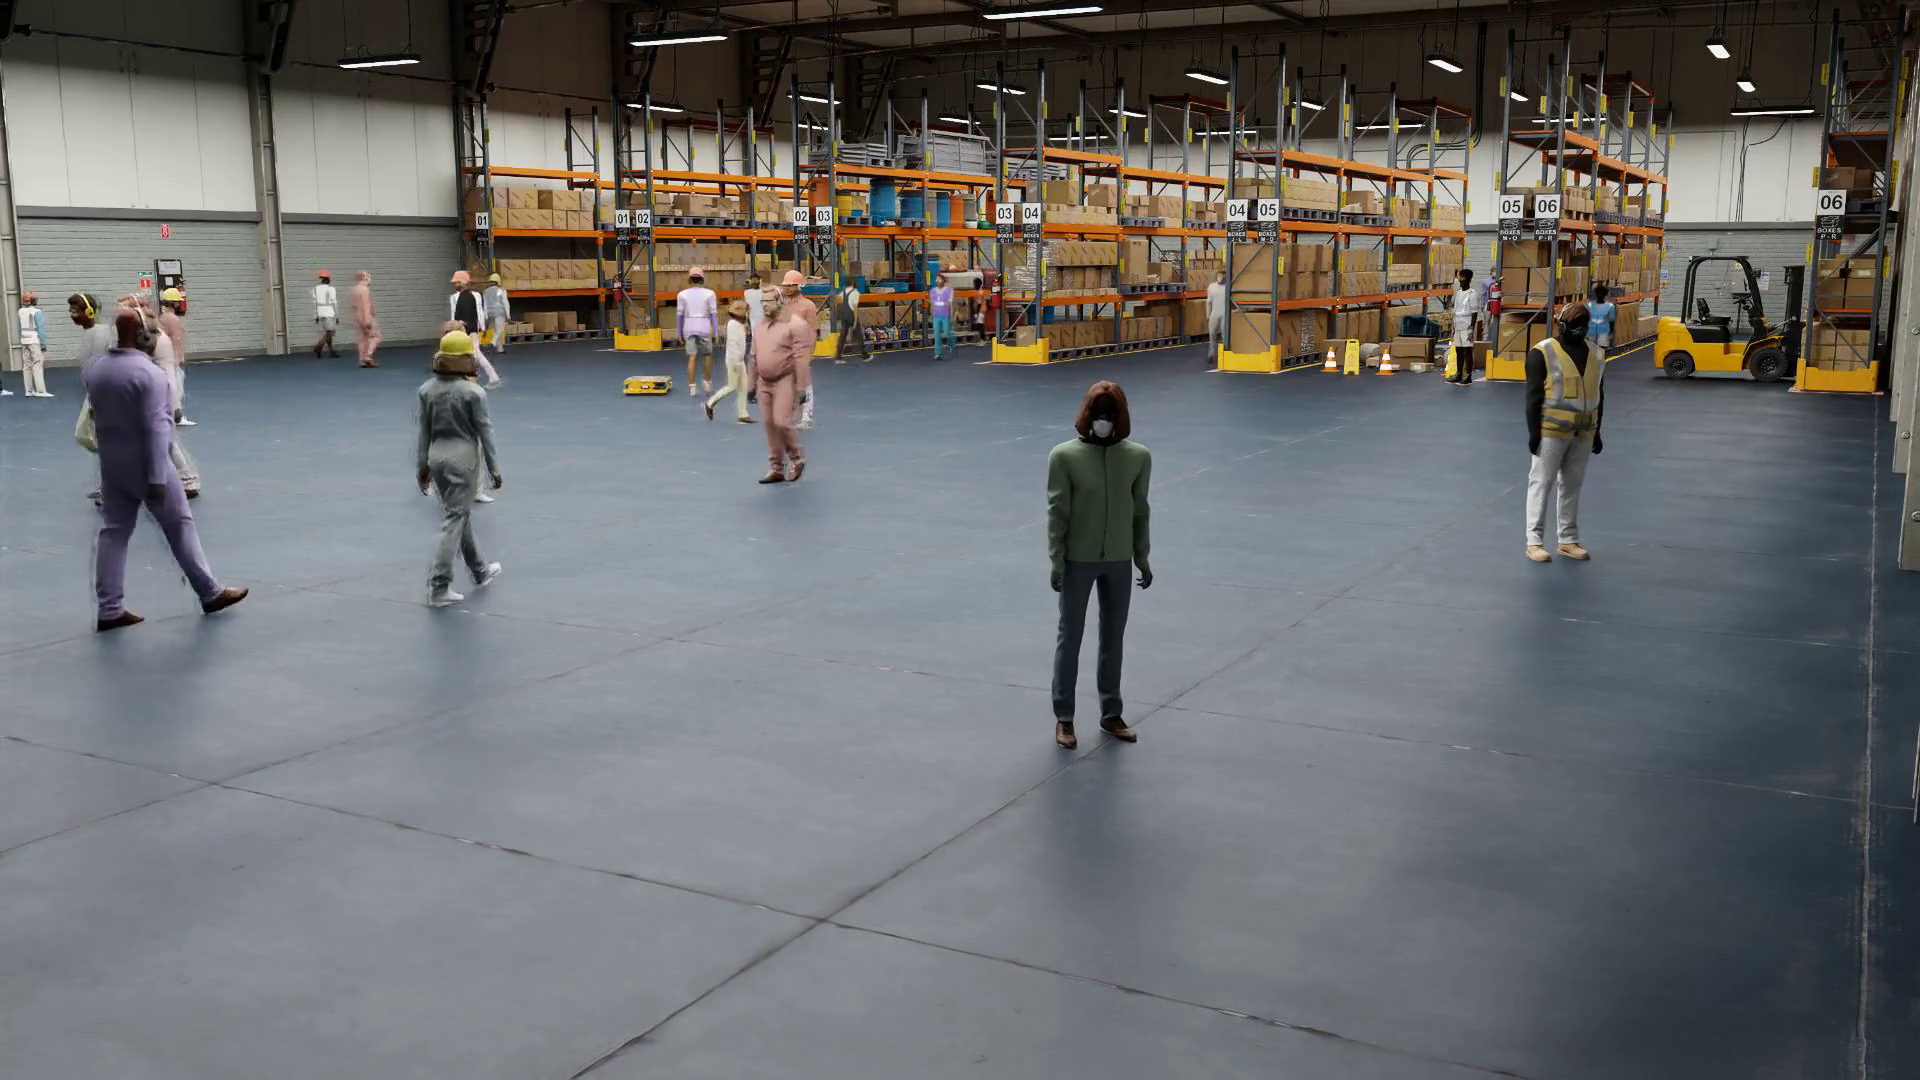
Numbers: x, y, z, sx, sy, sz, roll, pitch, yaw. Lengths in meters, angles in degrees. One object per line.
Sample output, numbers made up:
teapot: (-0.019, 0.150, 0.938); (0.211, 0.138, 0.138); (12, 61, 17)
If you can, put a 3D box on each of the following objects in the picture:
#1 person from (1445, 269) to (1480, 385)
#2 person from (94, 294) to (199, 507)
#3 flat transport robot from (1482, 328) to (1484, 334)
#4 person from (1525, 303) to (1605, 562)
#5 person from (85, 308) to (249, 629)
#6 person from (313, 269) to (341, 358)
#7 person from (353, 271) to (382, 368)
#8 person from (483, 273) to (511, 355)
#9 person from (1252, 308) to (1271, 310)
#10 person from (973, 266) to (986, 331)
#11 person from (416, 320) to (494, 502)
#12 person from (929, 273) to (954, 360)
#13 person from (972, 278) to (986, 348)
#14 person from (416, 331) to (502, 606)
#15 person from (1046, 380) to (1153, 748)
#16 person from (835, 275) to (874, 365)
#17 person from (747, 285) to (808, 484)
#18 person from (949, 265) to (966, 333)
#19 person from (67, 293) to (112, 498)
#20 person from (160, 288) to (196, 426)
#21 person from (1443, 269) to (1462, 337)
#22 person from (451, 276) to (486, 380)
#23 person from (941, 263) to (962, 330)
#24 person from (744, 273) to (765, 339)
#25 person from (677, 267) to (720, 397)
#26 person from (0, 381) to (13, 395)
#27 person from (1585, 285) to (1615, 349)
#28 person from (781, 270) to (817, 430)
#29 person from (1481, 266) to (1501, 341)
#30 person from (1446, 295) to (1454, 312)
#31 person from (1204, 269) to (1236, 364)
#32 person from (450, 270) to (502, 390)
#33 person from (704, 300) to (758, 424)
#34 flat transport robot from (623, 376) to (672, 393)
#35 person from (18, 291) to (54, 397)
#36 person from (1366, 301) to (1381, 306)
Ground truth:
person: (8.508, -3.595, 28.105); (0.362, 1.966, 0.611); (-3, 10, -15)
person: (-7.143, -1.217, 14.534); (0.628, 1.851, 0.973); (8, 13, 41)
flat transport robot: (14.061, -5.814, 46.051); (0.652, 0.197, 1.431); (1, 10, 4)
person: (4.341, -0.767, 11.915); (0.624, 1.845, 0.430); (-3, 10, -14)
person: (-4.794, -0.438, 9.908); (0.662, 1.863, 0.943); (5, 11, 26)
person: (-13.464, -4.786, 35.230); (0.554, 1.915, 0.760); (3, 10, 20)
person: (-11.515, -4.287, 32.364); (0.464, 1.889, 0.678); (-7, 12, -35)
person: (-10.124, -4.910, 36.269); (0.597, 1.808, 0.744); (4, 11, 23)
person: (6.860, -5.164, 37.070); (0.692, 2.000, 1.001); (5, 11, 26)
person: (0.518, -6.760, 46.830); (0.542, 1.896, 0.886); (-2, 10, -10)
person: (-4.478, -1.130, 14.689); (0.631, 1.617, 0.517); (4, 10, 20)
person: (-0.361, -4.683, 34.849); (0.578, 1.833, 0.565); (4, 10, 21)
person: (0.450, -5.428, 39.740); (0.320, 1.671, 0.670); (0, 10, -2)
person: (-3.136, -0.473, 10.584); (0.501, 1.695, 0.886); (4, 10, 20)
person: (0.621, 0.104, 7.419); (0.498, 1.633, 0.284); (-3, 10, -17)
person: (-2.168, -4.421, 33.473); (0.525, 1.794, 0.975); (8, 13, 40)
person: (-1.765, -1.478, 15.910); (0.681, 1.894, 0.427); (7, 12, 36)
person: (-0.188, -6.700, 46.425); (0.607, 1.917, 0.449); (5, 11, 27)
person: (-7.788, -1.290, 14.962); (0.517, 1.850, 0.383); (9, 13, 43)
person: (-10.080, -2.347, 21.383); (0.314, 1.767, 0.534); (-9, 13, -42)
person: (13.157, -6.320, 44.385); (0.510, 1.860, 0.333); (2, 10, 11)
person: (-8.604, -3.688, 28.977); (0.577, 1.861, 0.838); (3, 10, 16)
person: (-0.290, -7.140, 48.819); (0.607, 2.000, 1.062); (5, 11, 26)
person: (-3.966, -4.326, 32.711); (0.557, 1.852, 0.454); (-1, 10, -8)
person: (-4.066, -3.242, 25.929); (0.687, 2.003, 0.865); (0, 10, 0)
person: (-15.235, -3.128, 25.655); (0.598, 1.881, 0.976); (4, 11, 23)
person: (11.352, -3.698, 29.543); (0.531, 1.676, 0.680); (6, 11, 30)
person: (-2.072, -2.387, 20.947); (0.612, 1.995, 0.382); (7, 12, 34)
person: (13.057, -5.732, 40.694); (0.627, 1.940, 0.371); (5, 11, 28)
person: (14.314, -6.903, 47.910); (0.695, 1.818, 0.641); (7, 12, 37)
person: (5.216, -4.492, 33.522); (0.655, 1.906, 0.900); (5, 11, 25)
person: (-7.922, -3.374, 26.868); (1.003, 1.954, 0.628); (-6, 11, -31)
person: (-2.979, -2.309, 21.595); (0.640, 1.611, 0.521); (2, 10, 11)
flat transport robot: (-4.984, -2.483, 26.551); (0.652, 0.197, 1.431); (-1, 10, -5)
person: (-14.309, -3.017, 25.672); (0.516, 1.640, 0.314); (5, 11, 26)
person: (11.548, -6.662, 46.239); (0.569, 1.904, 0.523); (2, 10, 11)
